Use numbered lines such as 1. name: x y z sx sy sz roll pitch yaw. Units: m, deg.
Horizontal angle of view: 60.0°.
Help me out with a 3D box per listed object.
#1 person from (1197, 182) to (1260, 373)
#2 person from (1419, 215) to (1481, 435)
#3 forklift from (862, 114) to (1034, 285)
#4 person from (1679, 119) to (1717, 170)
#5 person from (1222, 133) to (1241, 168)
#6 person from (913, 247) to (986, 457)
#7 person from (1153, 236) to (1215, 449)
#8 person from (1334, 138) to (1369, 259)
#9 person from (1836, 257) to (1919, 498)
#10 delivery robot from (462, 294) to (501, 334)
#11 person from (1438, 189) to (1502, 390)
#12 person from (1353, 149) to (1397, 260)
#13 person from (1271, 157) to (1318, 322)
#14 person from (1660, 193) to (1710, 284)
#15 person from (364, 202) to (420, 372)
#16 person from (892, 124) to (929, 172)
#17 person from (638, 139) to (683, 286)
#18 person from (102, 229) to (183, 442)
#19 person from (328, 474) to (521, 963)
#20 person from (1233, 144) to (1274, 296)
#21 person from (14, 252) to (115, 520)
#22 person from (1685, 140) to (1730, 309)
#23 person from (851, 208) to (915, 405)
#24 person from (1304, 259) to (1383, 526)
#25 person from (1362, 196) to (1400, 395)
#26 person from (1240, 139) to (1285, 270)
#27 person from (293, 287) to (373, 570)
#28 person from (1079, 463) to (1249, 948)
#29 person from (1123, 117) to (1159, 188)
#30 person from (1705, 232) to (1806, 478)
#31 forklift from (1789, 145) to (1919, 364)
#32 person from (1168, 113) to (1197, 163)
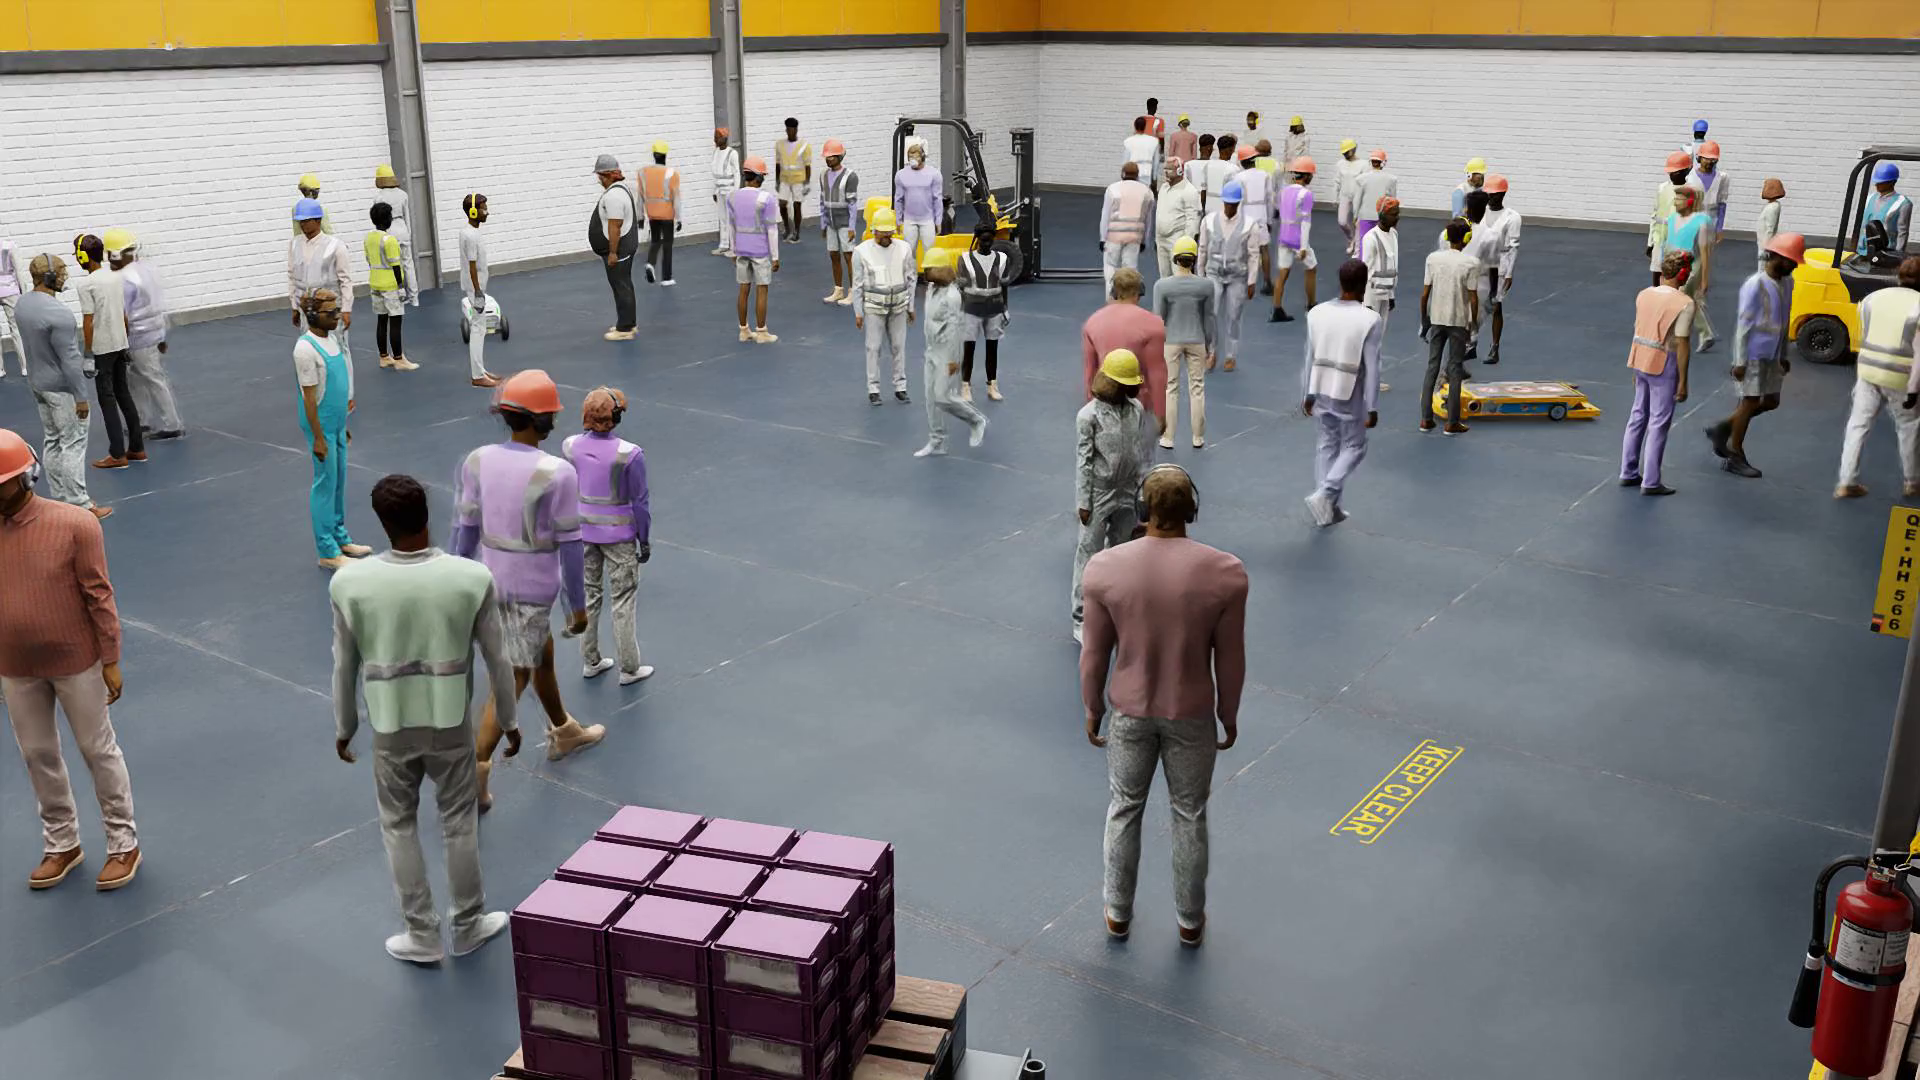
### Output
1. person: 2.661 -2.610 16.617 0.628 1.915 0.650 5 18 16
2. person: 4.210 -1.842 14.301 0.535 1.865 0.312 14 23 37
3. forklift: -0.171 -4.594 22.377 2.313 2.155 1.214 1 18 3
4. person: 11.125 -5.375 25.217 0.614 1.947 0.389 -1 18 -3
5. person: 3.878 -4.919 23.958 0.326 1.843 0.515 0 18 1
6. person: -0.092 -1.516 13.503 0.510 1.734 0.491 -9 20 -27
7. person: 1.839 -1.628 13.791 0.526 1.769 0.329 -1 18 -4
8. person: 5.766 -5.010 24.408 0.604 1.731 0.458 11 21 31
9. person: 7.011 -1.206 12.424 0.872 1.795 0.620 -10 20 -28
10. delivery robot: -5.337 -2.562 18.519 0.477 0.478 0.707 -7 19 -21
11. person: 4.805 -2.372 15.876 0.586 1.926 0.922 16 24 40
12. person: 5.580 -4.379 22.423 0.568 1.747 0.339 2 18 8
13. person: 4.017 -3.501 19.434 0.842 1.907 0.547 -11 21 -30
14. person: 8.142 -3.137 18.733 0.519 1.632 0.314 1 18 3
15. person: -5.770 -2.550 16.788 0.533 1.698 0.318 14 23 38
16. person: -0.795 -5.783 26.537 0.586 1.923 0.371 -5 18 -15
17. person: -3.941 -4.280 21.845 0.611 1.909 0.513 5 18 14
18. person: -6.961 -1.688 13.923 0.690 1.796 0.583 -4 18 -11
19. person: -2.032 0.696 6.317 0.673 1.900 0.431 -5 18 -15
20. person: 3.772 -4.096 21.335 0.576 1.905 0.725 -4 18 -12
21. person: -6.364 -1.063 11.772 0.635 1.929 0.382 12 22 34
22. person: 9.002 -3.827 20.252 0.601 2.035 0.411 1 18 3
23. person: -0.699 -2.148 15.344 0.605 1.817 0.403 -7 19 -20
24. person: 2.636 -1.002 11.625 0.494 1.900 0.624 -17 24 -42
25. person: 3.949 -2.304 15.740 0.350 1.877 0.581 13 22 35
26. person: 4.202 -4.680 23.277 0.634 1.812 0.807 -1 18 -4
27. person: -4.111 -0.725 10.841 0.339 1.845 0.507 0 18 -1
28. person: 0.769 0.653 6.397 0.628 1.932 0.373 3 18 10
29. person: 2.925 -5.907 27.024 0.590 1.868 1.023 1 18 2
30. person: 6.245 -1.474 13.068 0.577 1.911 0.555 -12 21 -32
31. forklift: 9.803 -2.879 17.013 2.313 2.155 1.214 12 21 33
32. person: 3.973 -6.731 29.773 0.532 1.758 0.345 -3 18 -10
